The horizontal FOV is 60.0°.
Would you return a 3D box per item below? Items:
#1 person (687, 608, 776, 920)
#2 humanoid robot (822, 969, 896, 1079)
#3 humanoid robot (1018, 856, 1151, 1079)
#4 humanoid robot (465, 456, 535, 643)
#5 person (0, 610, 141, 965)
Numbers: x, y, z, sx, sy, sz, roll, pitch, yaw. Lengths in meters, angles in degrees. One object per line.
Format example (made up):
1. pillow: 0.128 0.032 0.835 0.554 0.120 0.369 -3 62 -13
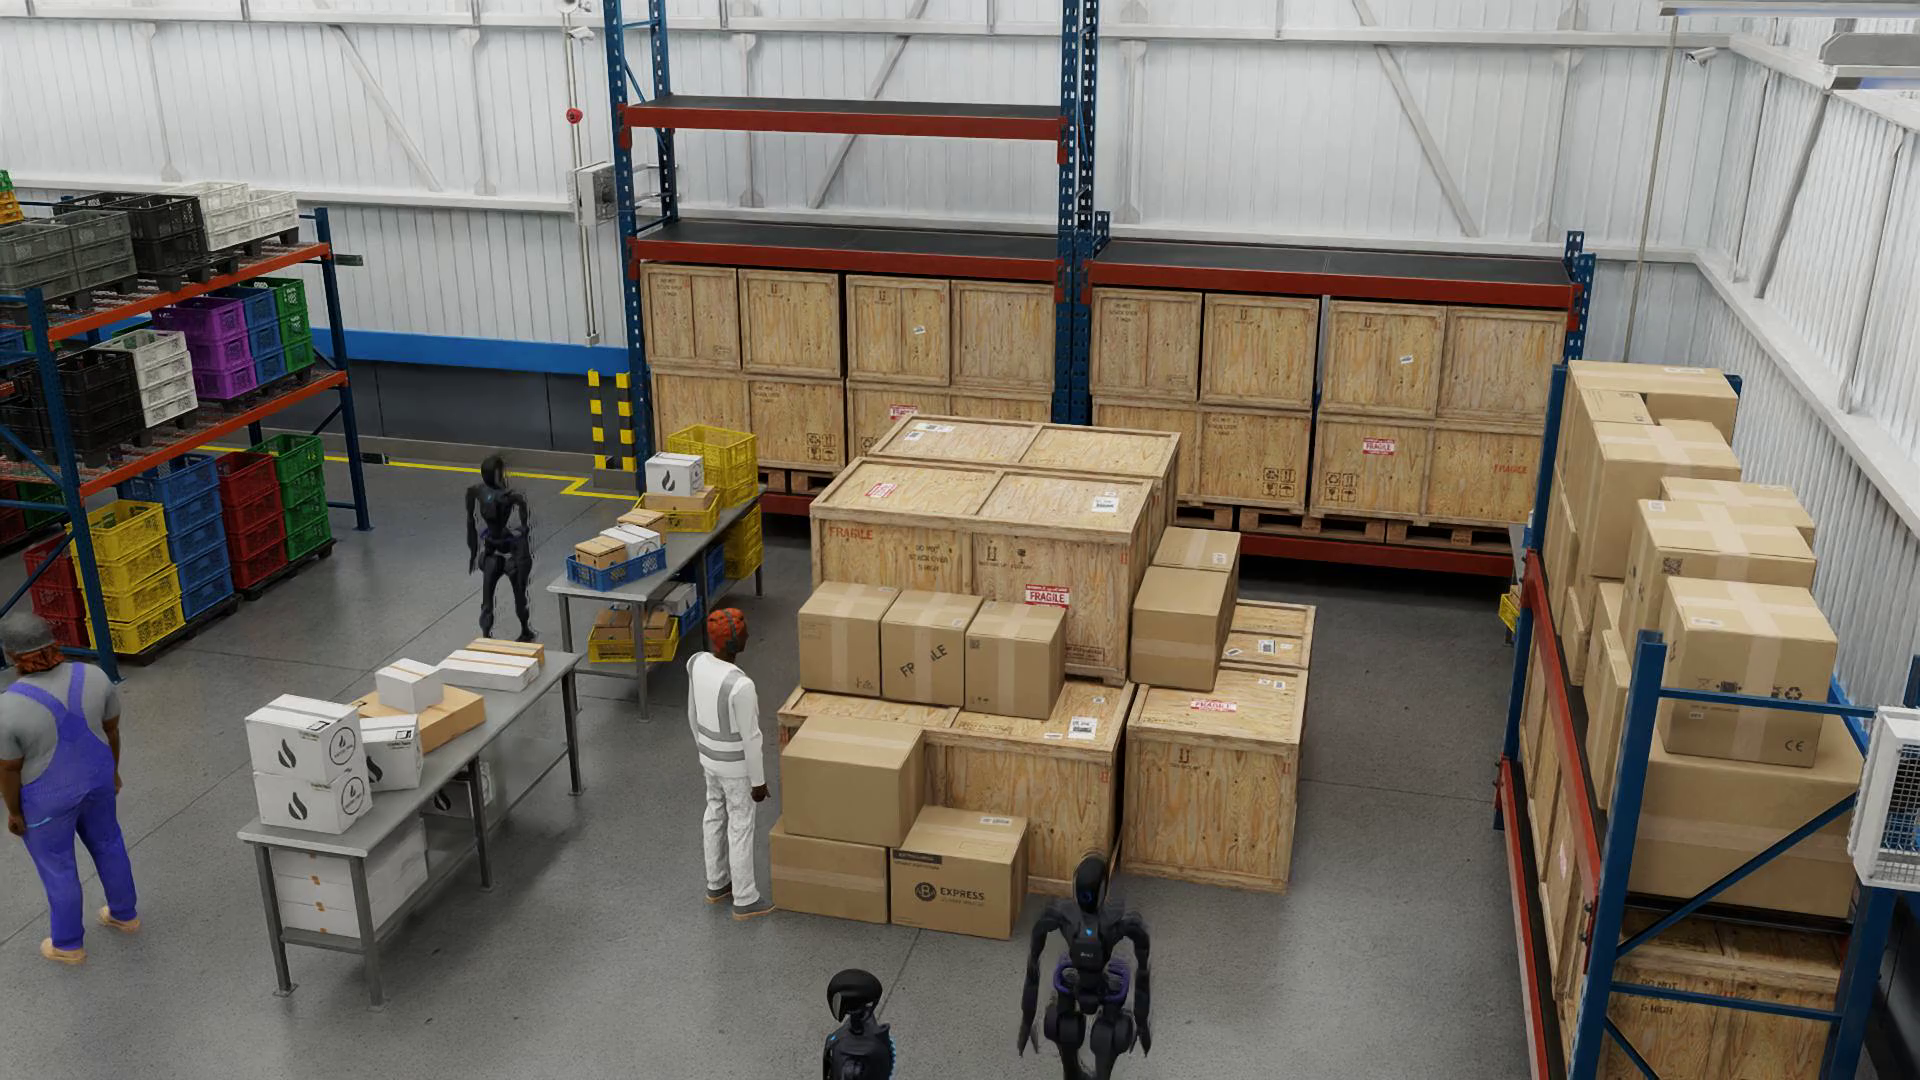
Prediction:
1. person: -1.303 1.266 9.471 0.341 1.882 0.583 -18 28 -39
2. humanoid robot: -0.408 2.438 6.677 0.314 1.657 0.610 0 21 1
3. humanoid robot: 0.578 2.124 7.584 0.588 1.636 0.749 5 22 14
4. humanoid robot: -3.555 0.137 12.769 0.596 1.627 0.755 4 21 11
5. person: -4.937 1.323 9.107 0.535 2.000 0.681 11 24 27
